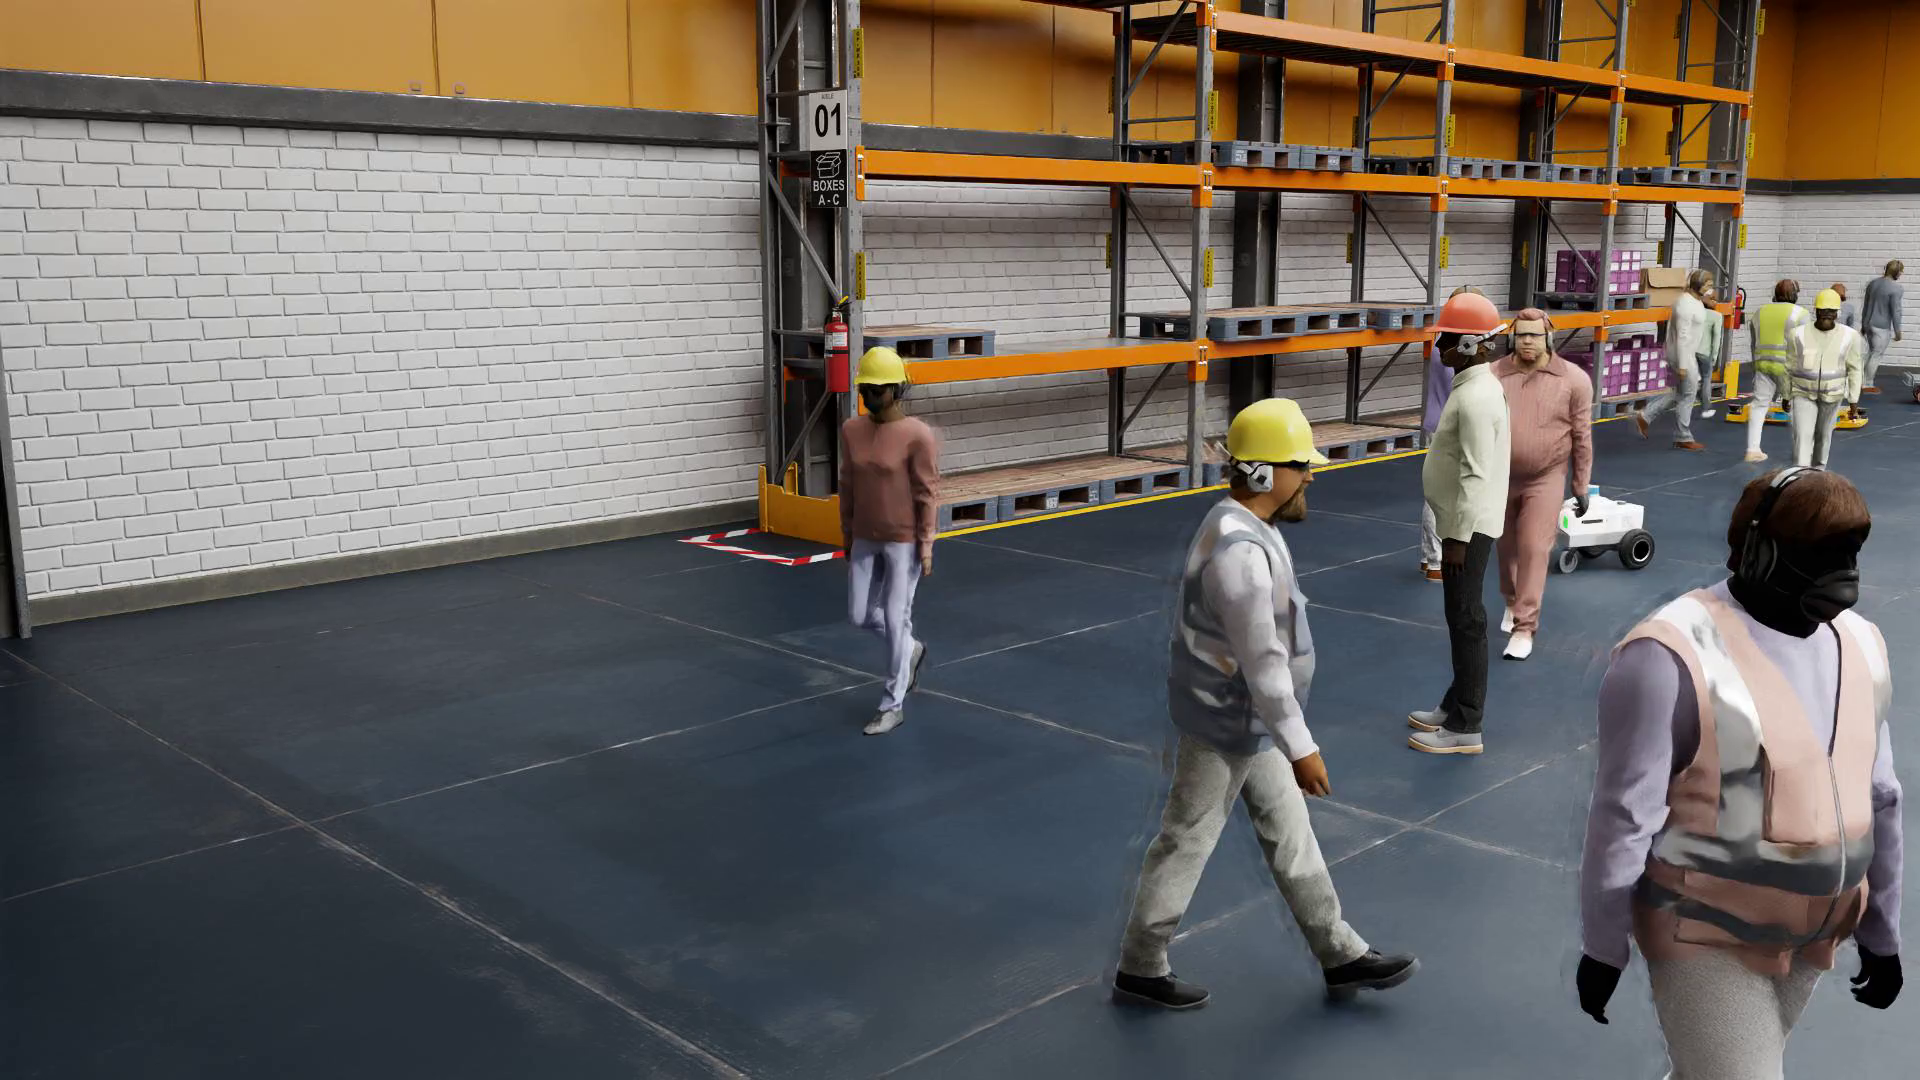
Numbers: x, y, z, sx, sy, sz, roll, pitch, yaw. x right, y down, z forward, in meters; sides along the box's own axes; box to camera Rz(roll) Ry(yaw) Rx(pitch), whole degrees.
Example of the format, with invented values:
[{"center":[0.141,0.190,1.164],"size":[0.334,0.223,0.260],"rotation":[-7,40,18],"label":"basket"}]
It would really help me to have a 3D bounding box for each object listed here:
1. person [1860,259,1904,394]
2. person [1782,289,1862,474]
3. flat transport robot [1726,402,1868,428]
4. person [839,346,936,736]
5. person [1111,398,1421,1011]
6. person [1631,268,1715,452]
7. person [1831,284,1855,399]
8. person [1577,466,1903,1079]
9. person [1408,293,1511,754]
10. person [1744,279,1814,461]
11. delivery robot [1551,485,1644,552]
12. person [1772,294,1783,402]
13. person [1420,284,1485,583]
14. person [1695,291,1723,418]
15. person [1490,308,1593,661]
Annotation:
[{"center":[12.953,-2.981,23.393],"size":[0.431,1.908,0.664],"rotation":[-1,10,-5],"label":"person"},{"center":[7.531,-1.299,14.554],"size":[0.611,1.785,0.941],"rotation":[5,11,24],"label":"person"},{"center":[9.928,-1.495,19.728],"size":[1.431,0.197,0.652],"rotation":[7,13,34],"label":"flat transport robot"},{"center":[-0.291,-0.014,7.612],"size":[0.530,1.756,0.560],"rotation":[7,12,33],"label":"person"},{"center":[0.861,0.500,4.701],"size":[0.904,1.787,0.605],"rotation":[3,11,15],"label":"person"},{"center":[7.440,-1.870,17.313],"size":[0.694,1.904,0.679],"rotation":[7,12,32],"label":"person"},{"center":[12.084,-2.751,23.023],"size":[0.520,1.577,0.837],"rotation":[1,10,5],"label":"person"},{"center":[1.554,0.777,3.120],"size":[0.663,1.810,0.823],"rotation":[-5,11,-23],"label":"person"},{"center":[2.179,-0.068,7.237],"size":[0.378,1.995,0.609],"rotation":[3,11,17],"label":"person"},{"center":[8.242,-1.691,16.610],"size":[0.927,1.798,0.662],"rotation":[-7,12,-32],"label":"person"},{"center":[4.254,-0.130,11.249],"size":[0.707,0.478,0.477],"rotation":[-4,11,-21],"label":"delivery robot"},{"center":[10.754,-2.541,21.822],"size":[0.524,1.578,0.871],"rotation":[7,13,34],"label":"person"},{"center":[3.186,-0.679,10.768],"size":[0.369,1.932,0.623],"rotation":[2,11,13],"label":"person"},{"center":[8.968,-2.245,20.174],"size":[0.532,1.584,0.821],"rotation":[9,14,40],"label":"person"},{"center":[3.082,-0.335,9.095],"size":[0.669,1.860,1.009],"rotation":[6,12,30],"label":"person"}]
